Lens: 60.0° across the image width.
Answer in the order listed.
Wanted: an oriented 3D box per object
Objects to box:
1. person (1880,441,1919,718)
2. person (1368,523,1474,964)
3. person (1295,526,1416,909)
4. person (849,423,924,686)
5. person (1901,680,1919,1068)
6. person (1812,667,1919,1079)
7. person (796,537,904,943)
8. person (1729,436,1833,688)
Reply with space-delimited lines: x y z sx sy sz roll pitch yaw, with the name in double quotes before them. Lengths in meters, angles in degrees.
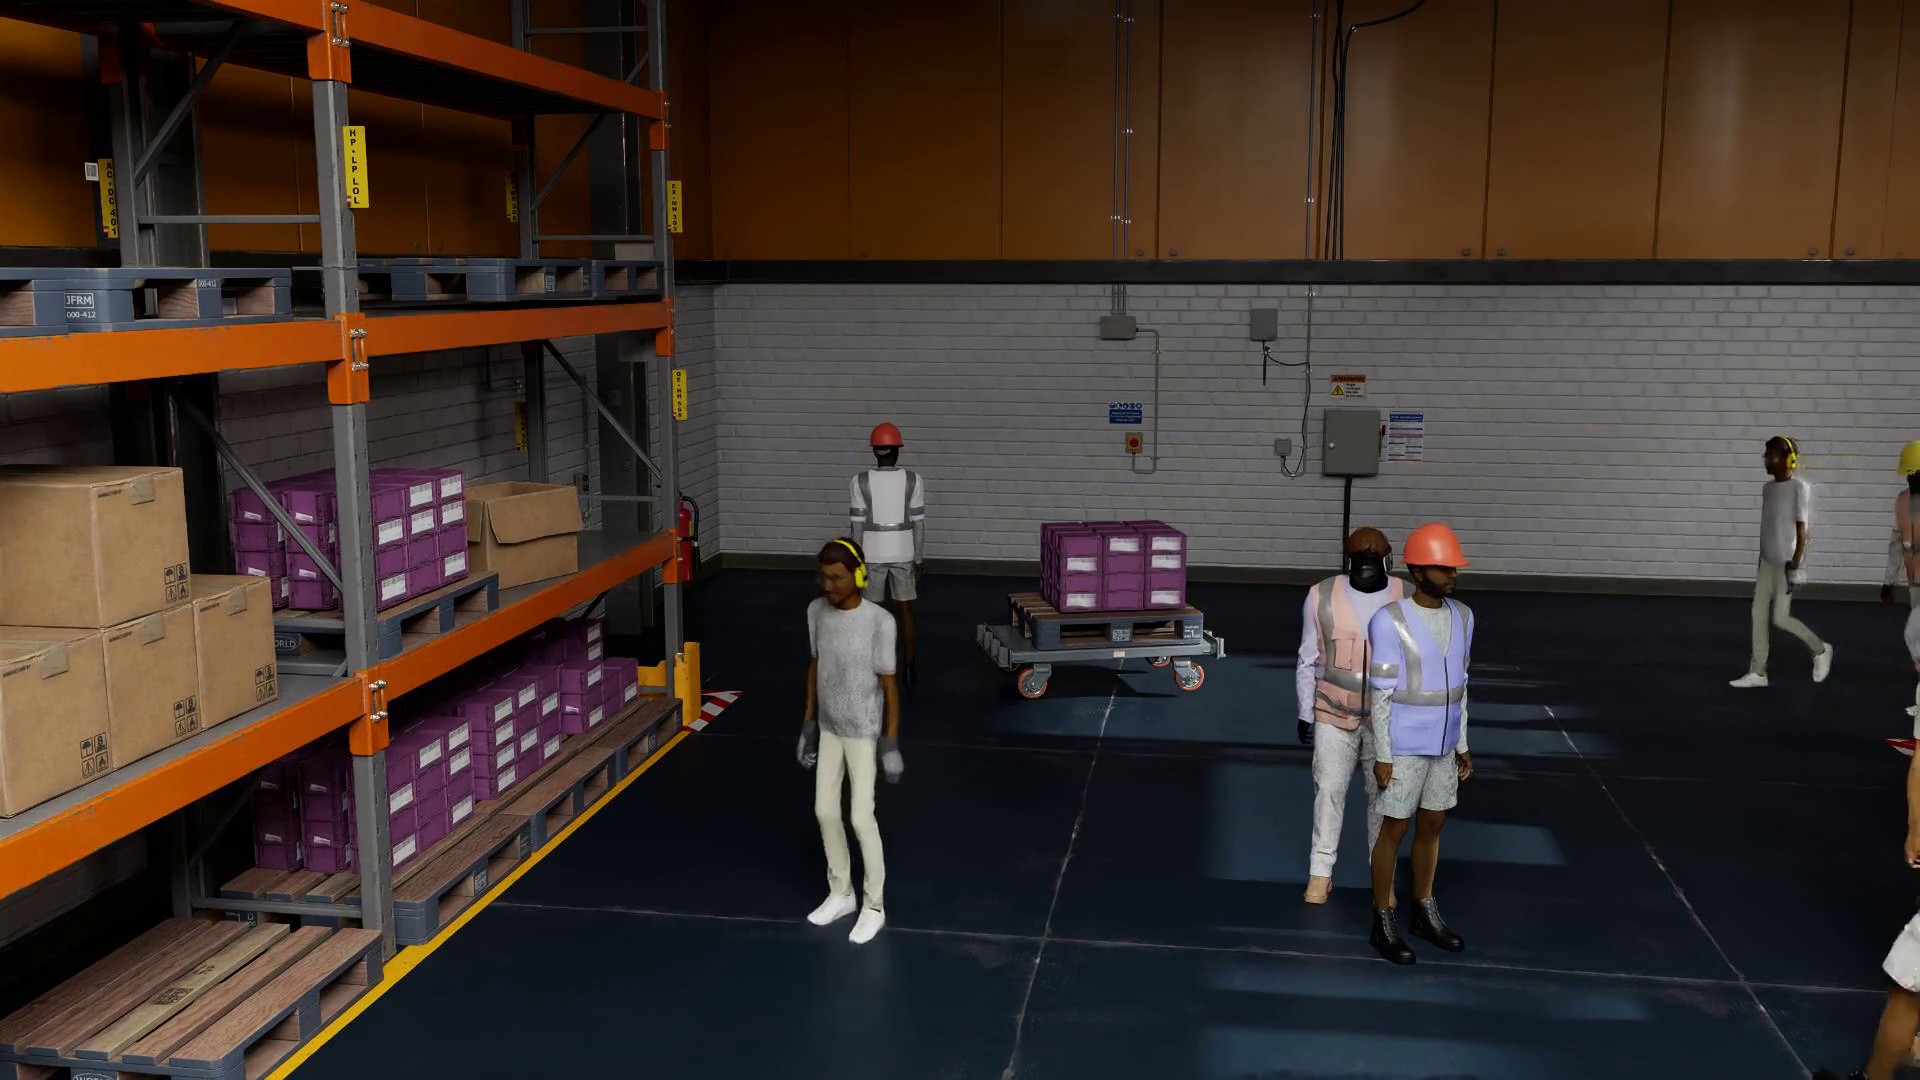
"person" 6.550 0.270 11.297 0.546 1.881 0.615 -1 9 -6
"person" 2.046 0.886 7.340 0.545 1.942 0.351 -5 10 -28
"person" 1.913 0.843 7.913 0.634 1.841 0.429 2 9 14
"person" -0.535 0.113 12.138 0.548 1.931 0.381 -1 9 -8
"person" 3.852 1.106 6.285 0.507 1.844 0.345 2 10 15
"person" 3.431 1.207 5.568 0.556 1.887 1.036 -4 10 -21
"person" -0.482 0.896 7.552 0.552 1.851 0.414 6 11 34
"person" 5.985 0.171 12.030 0.662 1.853 0.539 -2 9 -9
